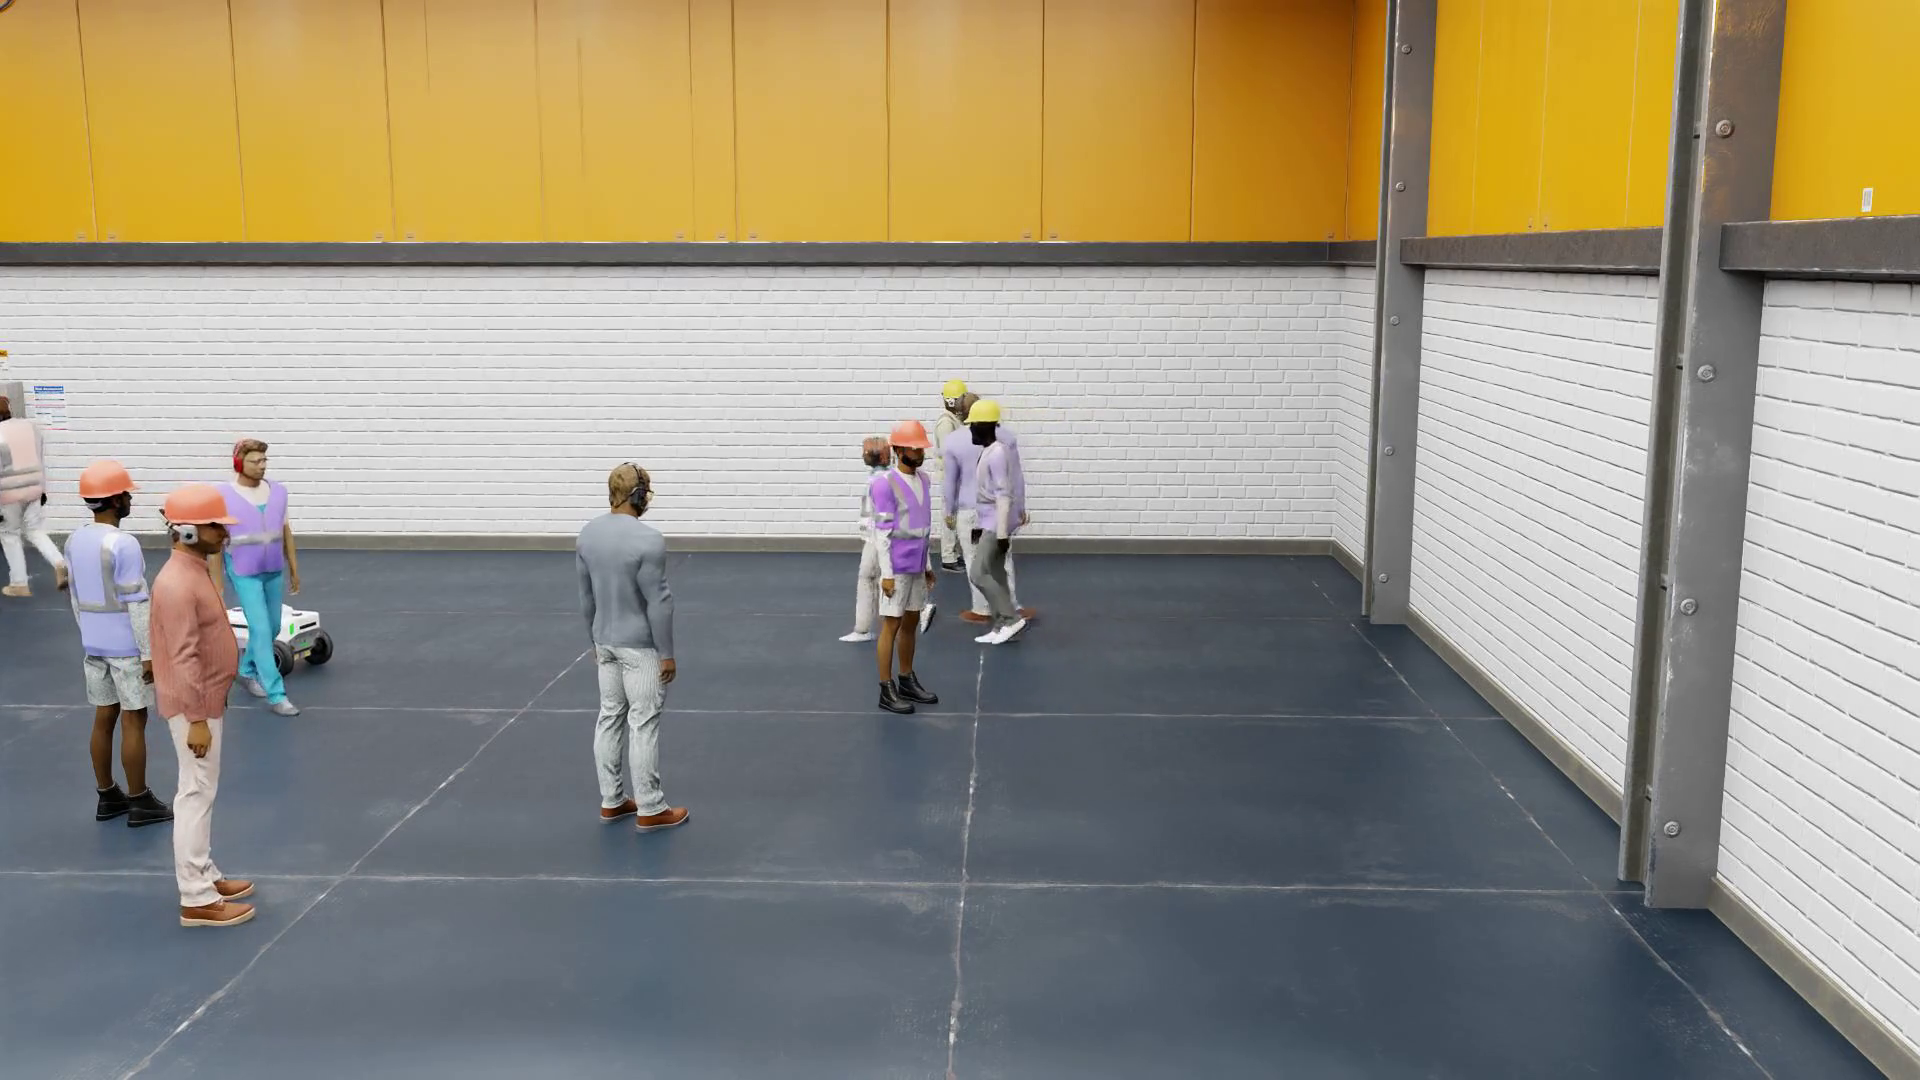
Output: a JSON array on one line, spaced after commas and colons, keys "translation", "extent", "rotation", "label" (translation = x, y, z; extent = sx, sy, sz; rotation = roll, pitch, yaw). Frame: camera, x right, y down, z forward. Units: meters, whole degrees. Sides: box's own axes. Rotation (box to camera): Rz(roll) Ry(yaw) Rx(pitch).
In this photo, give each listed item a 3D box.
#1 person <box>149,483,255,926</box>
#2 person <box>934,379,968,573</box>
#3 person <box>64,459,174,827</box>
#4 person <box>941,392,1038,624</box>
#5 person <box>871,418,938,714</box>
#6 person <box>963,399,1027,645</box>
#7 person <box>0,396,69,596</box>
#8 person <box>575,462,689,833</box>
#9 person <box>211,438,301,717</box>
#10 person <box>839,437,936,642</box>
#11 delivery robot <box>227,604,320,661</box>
[{"translation": [-3.411, 0.731, 7.503], "extent": [0.401, 1.989, 0.623], "rotation": [-4, 10, -21], "label": "person"}, {"translation": [-0.045, -0.612, 15.833], "extent": [0.404, 1.832, 0.599], "rotation": [1, 10, 6], "label": "person"}, {"translation": [-4.418, 0.543, 8.753], "extent": [0.545, 1.942, 0.354], "rotation": [5, 11, 28], "label": "person"}, {"translation": [0.239, -0.249, 13.540], "extent": [0.801, 1.908, 0.346], "rotation": [-2, 10, -10], "label": "person"}, {"translation": [-0.343, 0.162, 10.986], "extent": [0.366, 1.939, 0.542], "rotation": [6, 12, 33], "label": "person"}, {"translation": [0.238, -0.123, 12.748], "extent": [0.436, 1.913, 0.597], "rotation": [0, 10, -1], "label": "person"}, {"translation": [-8.197, -0.371, 14.504], "extent": [0.632, 1.806, 0.663], "rotation": [4, 10, 21], "label": "person"}, {"translation": [-1.719, 0.557, 8.687], "extent": [0.627, 1.936, 0.372], "rotation": [7, 12, 36], "label": "person"}, {"translation": [-4.663, 0.221, 11.010], "extent": [0.768, 1.827, 0.587], "rotation": [6, 11, 31], "label": "person"}, {"translation": [-0.570, -0.002, 12.882], "extent": [0.683, 1.619, 0.523], "rotation": [1, 10, 7], "label": "person"}, {"translation": [-5.011, 0.626, 12.045], "extent": [0.707, 0.478, 0.477], "rotation": [3, 10, 18], "label": "delivery robot"}]
